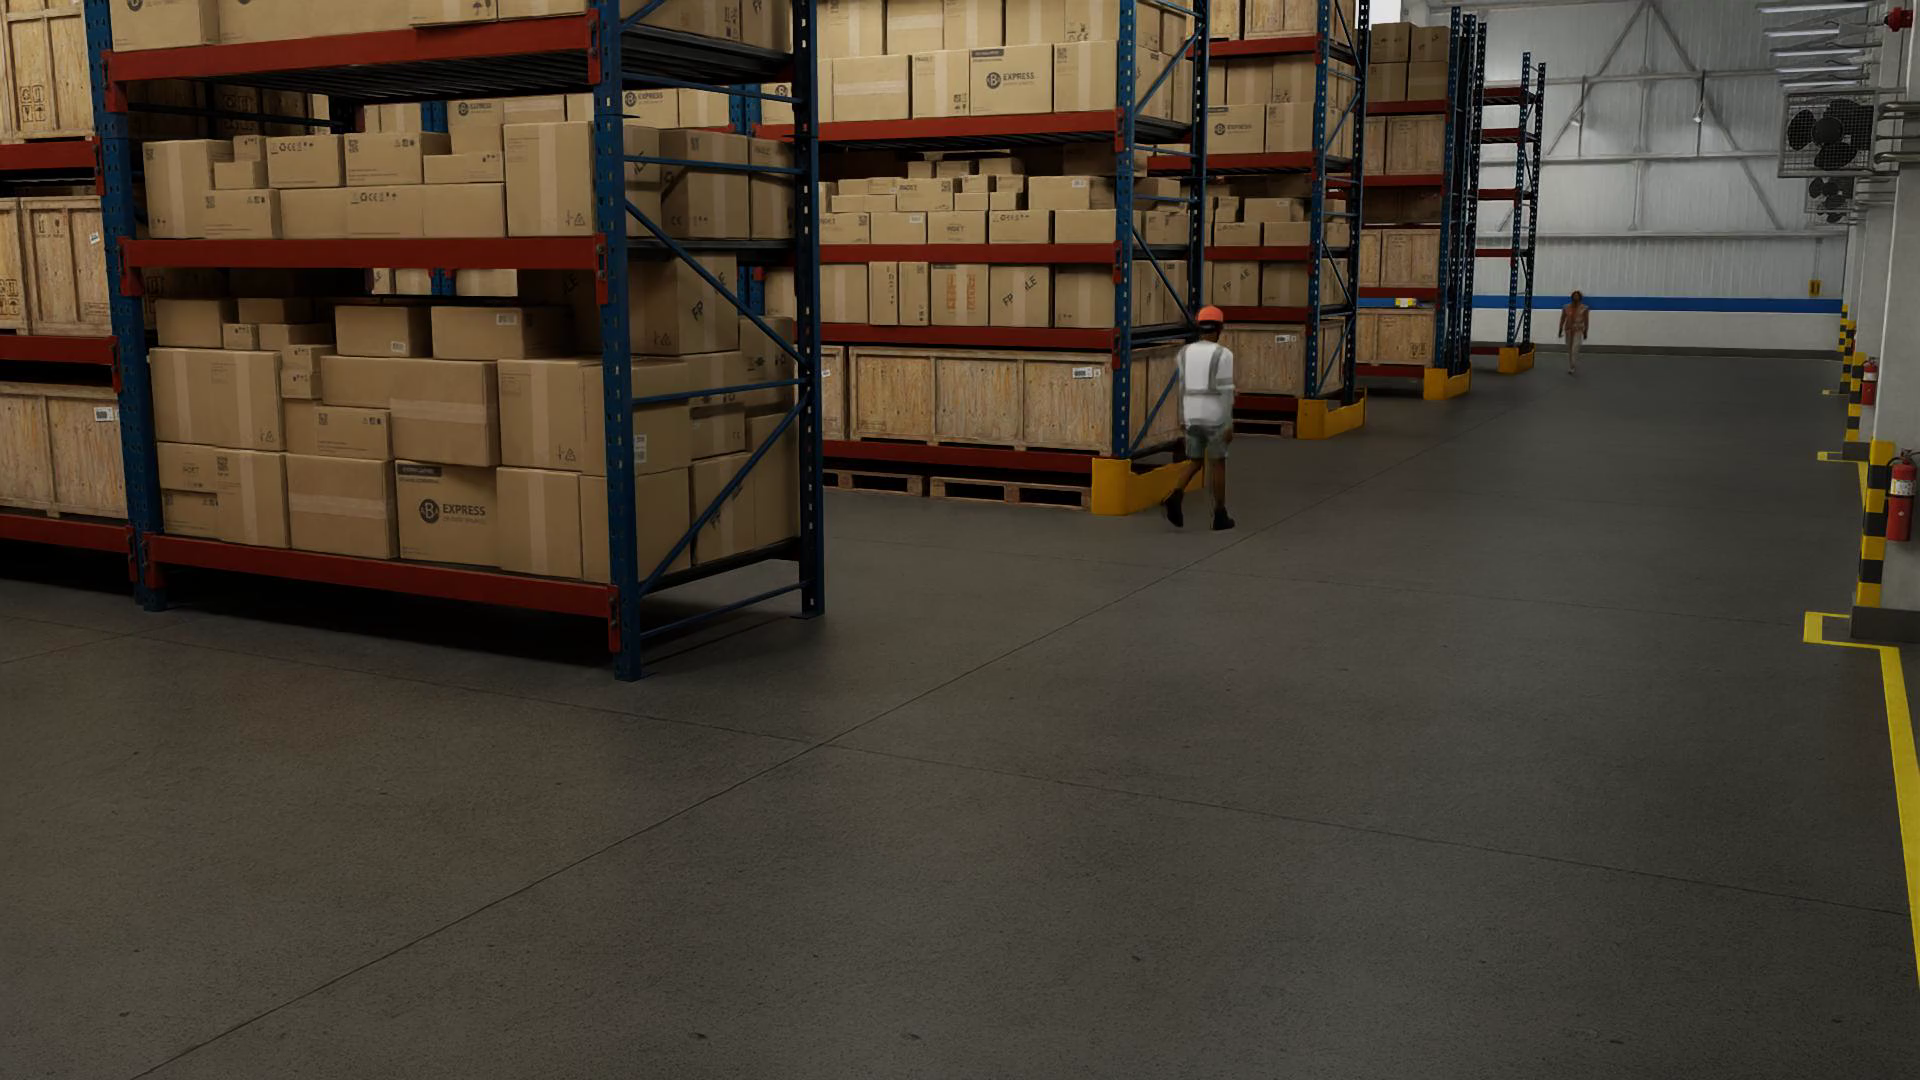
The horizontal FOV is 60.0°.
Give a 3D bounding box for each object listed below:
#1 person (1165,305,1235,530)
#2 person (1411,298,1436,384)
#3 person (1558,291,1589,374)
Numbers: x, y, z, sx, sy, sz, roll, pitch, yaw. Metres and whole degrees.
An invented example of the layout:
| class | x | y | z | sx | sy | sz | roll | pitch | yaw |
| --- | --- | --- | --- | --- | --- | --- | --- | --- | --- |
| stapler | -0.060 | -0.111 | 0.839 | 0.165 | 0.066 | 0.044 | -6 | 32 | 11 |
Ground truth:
| class | x | y | z | sx | sy | sz | roll | pitch | yaw |
| --- | --- | --- | --- | --- | --- | --- | --- | --- | --- |
| person | 2.022 | -1.012 | 13.961 | 0.590 | 1.901 | 0.656 | 8 | 13 | 40 |
| person | 8.311 | -3.634 | 29.607 | 0.492 | 1.729 | 0.476 | -7 | 12 | -33 |
| person | 11.998 | -4.065 | 32.477 | 0.522 | 1.602 | 0.840 | 8 | 12 | 38 |
